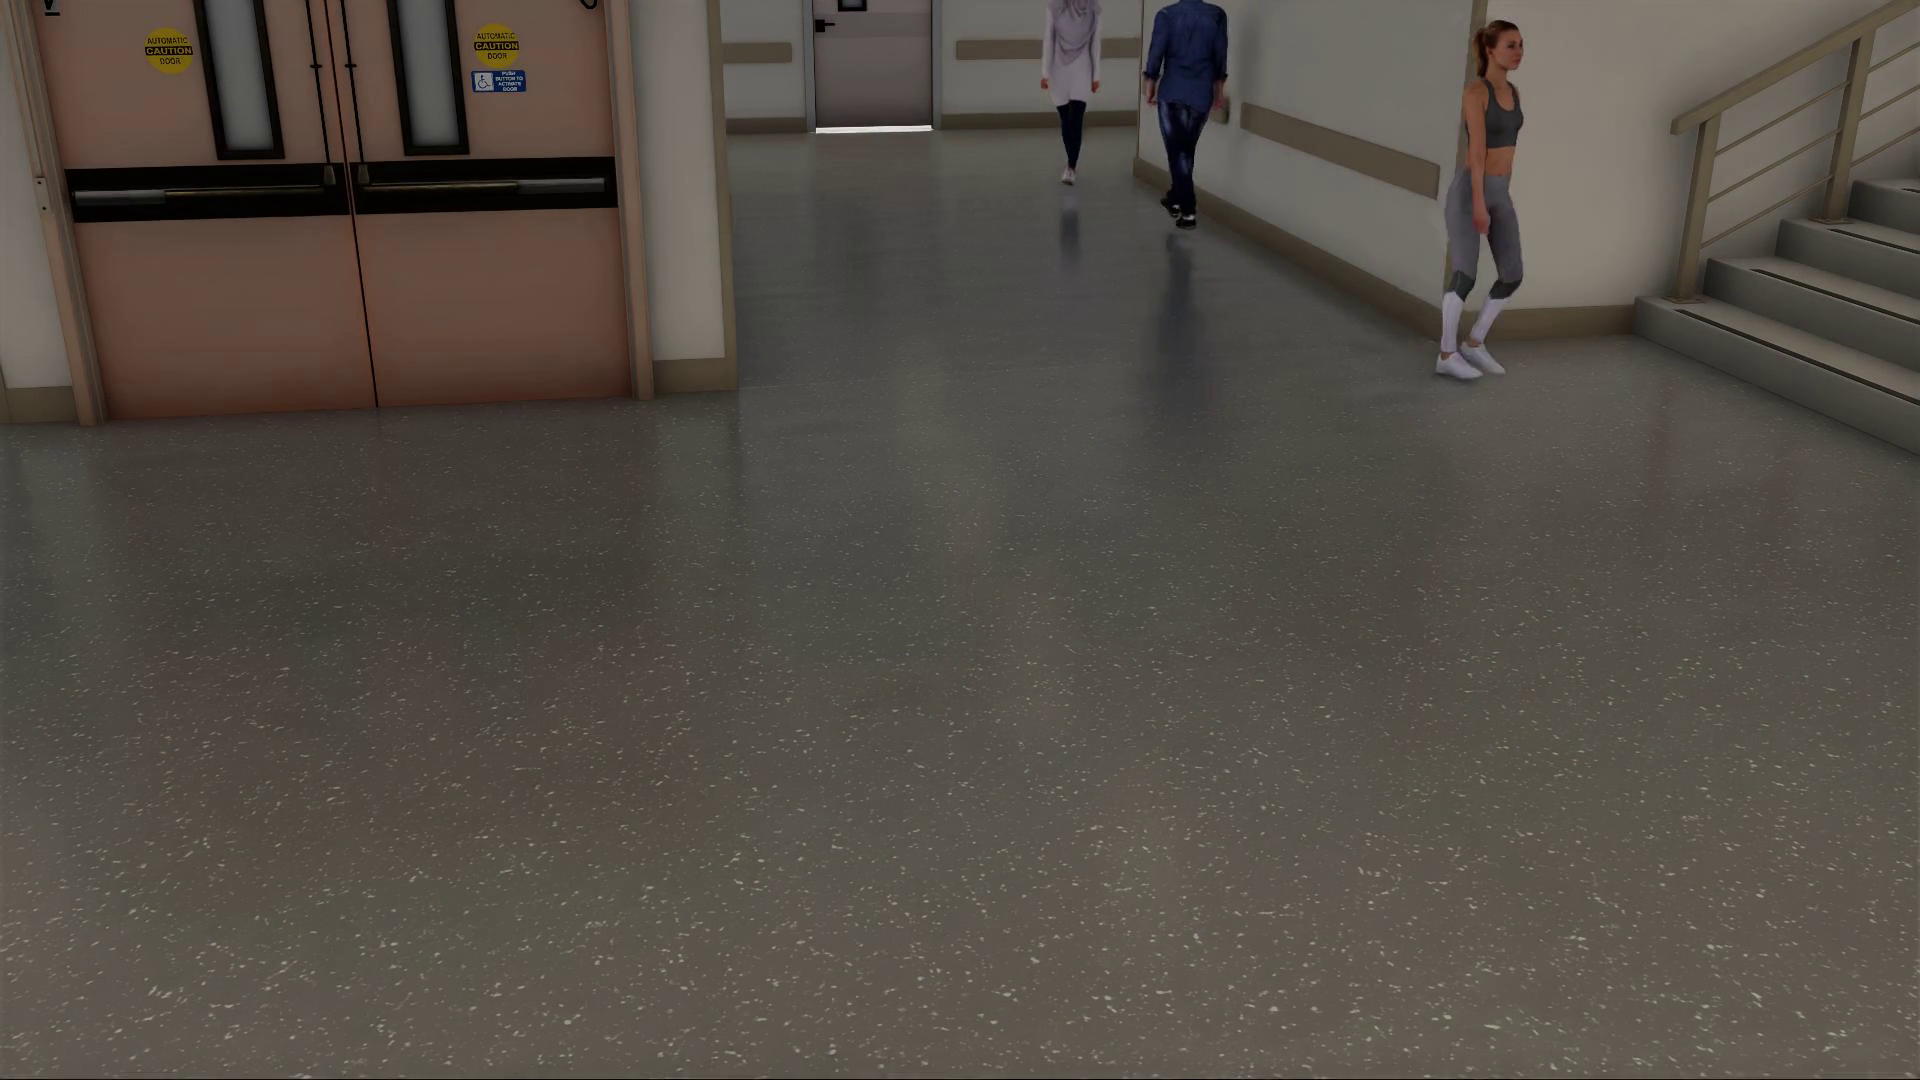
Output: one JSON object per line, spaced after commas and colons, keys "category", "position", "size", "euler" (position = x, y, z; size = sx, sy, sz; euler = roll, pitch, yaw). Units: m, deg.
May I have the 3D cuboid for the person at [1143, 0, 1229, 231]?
{"category": "person", "position": [1.596, -3.044, 11.658], "size": [1.087, 1.777, 0.831], "euler": [-5, 21, -13]}

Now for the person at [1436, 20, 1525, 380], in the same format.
{"category": "person", "position": [2.434, -1.613, 8.003], "size": [0.636, 1.688, 0.725], "euler": [-13, 24, -31]}

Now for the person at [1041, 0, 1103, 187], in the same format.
{"category": "person", "position": [0.923, -3.825, 13.786], "size": [1.152, 1.730, 0.993], "euler": [5, 21, 13]}
